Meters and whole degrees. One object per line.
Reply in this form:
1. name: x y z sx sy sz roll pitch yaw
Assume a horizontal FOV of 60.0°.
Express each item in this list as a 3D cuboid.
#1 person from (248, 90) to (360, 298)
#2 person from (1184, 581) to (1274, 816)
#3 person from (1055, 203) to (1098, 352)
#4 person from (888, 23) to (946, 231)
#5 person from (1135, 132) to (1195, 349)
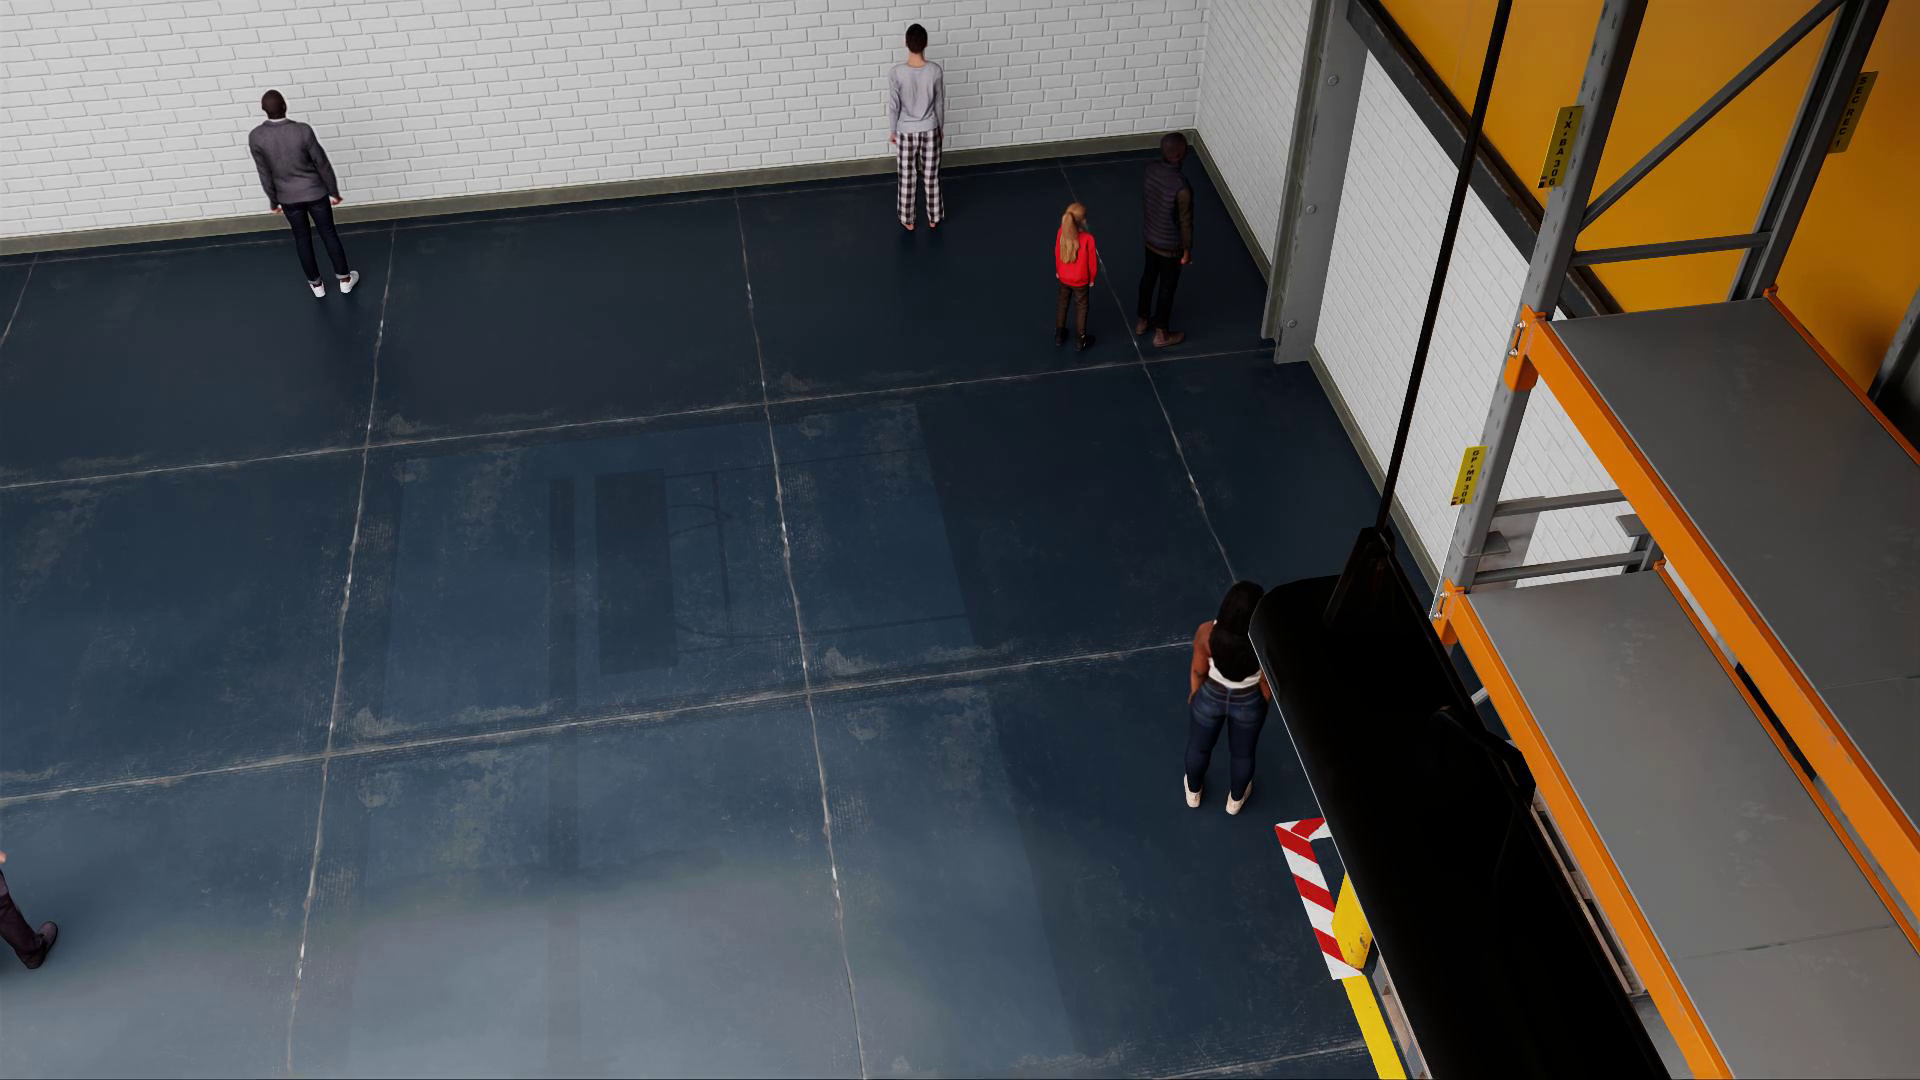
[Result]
1. person: -5.266 -2.760 13.315 0.706 1.818 0.559 -7 44 -8
2. person: 1.537 0.911 9.468 0.733 1.810 0.741 10 45 11
3. person: 0.892 -2.061 12.970 0.578 1.281 0.625 21 47 20
4. person: -0.352 -3.461 14.030 0.614 1.848 0.515 -6 44 -7
5. person: 1.578 -2.323 12.843 0.833 1.836 0.676 -26 49 -24
